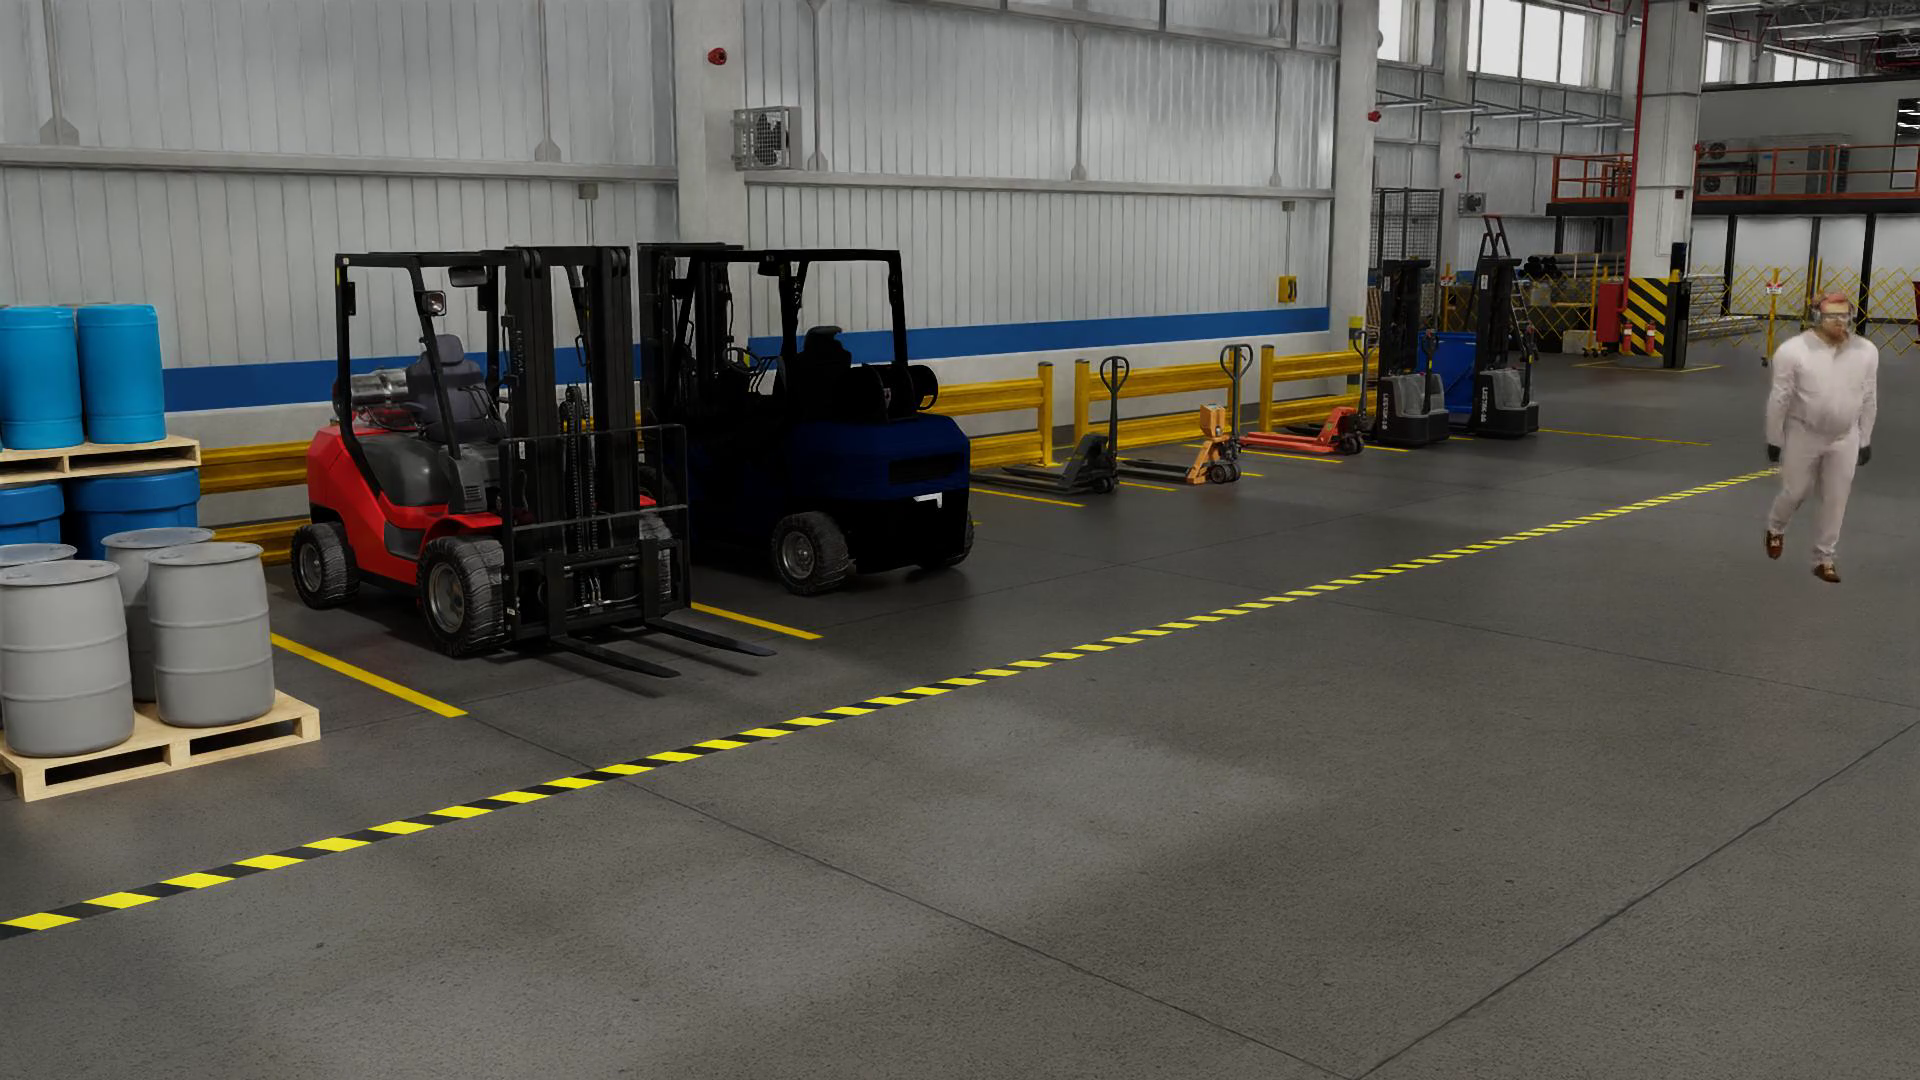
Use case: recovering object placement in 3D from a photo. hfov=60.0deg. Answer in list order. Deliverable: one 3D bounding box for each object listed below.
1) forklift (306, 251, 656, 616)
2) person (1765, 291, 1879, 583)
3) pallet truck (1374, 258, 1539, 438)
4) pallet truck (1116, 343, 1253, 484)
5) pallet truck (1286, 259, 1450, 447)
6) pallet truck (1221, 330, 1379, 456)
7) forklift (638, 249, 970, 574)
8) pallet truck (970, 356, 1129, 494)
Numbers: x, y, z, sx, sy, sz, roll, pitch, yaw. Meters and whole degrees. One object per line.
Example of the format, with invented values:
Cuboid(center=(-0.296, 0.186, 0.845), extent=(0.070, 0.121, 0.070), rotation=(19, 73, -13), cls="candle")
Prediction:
Cuboid(center=(-2.833, -0.669, 9.694), extent=(1.157, 1.987, 2.680), rotation=(-10, 14, -44), cls="forklift")
Cuboid(center=(5.644, -0.692, 10.952), extent=(0.657, 1.890, 0.644), rotation=(2, 11, 8), cls="person")
Cuboid(center=(5.704, -2.208, 18.901), extent=(1.885, 1.965, 0.823), rotation=(10, 14, 43), cls="pallet truck")
Cuboid(center=(1.962, -1.215, 15.415), extent=(1.522, 1.261, 0.704), rotation=(10, 14, 43), cls="pallet truck")
Cuboid(center=(4.493, -2.078, 18.196), extent=(0.823, 1.965, 1.885), rotation=(-9, 14, -40), cls="pallet truck")
Cuboid(center=(3.563, -1.581, 17.381), extent=(0.653, 1.274, 1.630), rotation=(-10, 14, -44), cls="pallet truck")
Cuboid(center=(-1.173, -0.958, 11.239), extent=(2.680, 1.987, 1.157), rotation=(10, 14, 43), cls="forklift")
Cuboid(center=(0.784, -1.085, 14.876), extent=(0.680, 1.201, 1.601), rotation=(-10, 14, -44), cls="pallet truck")
